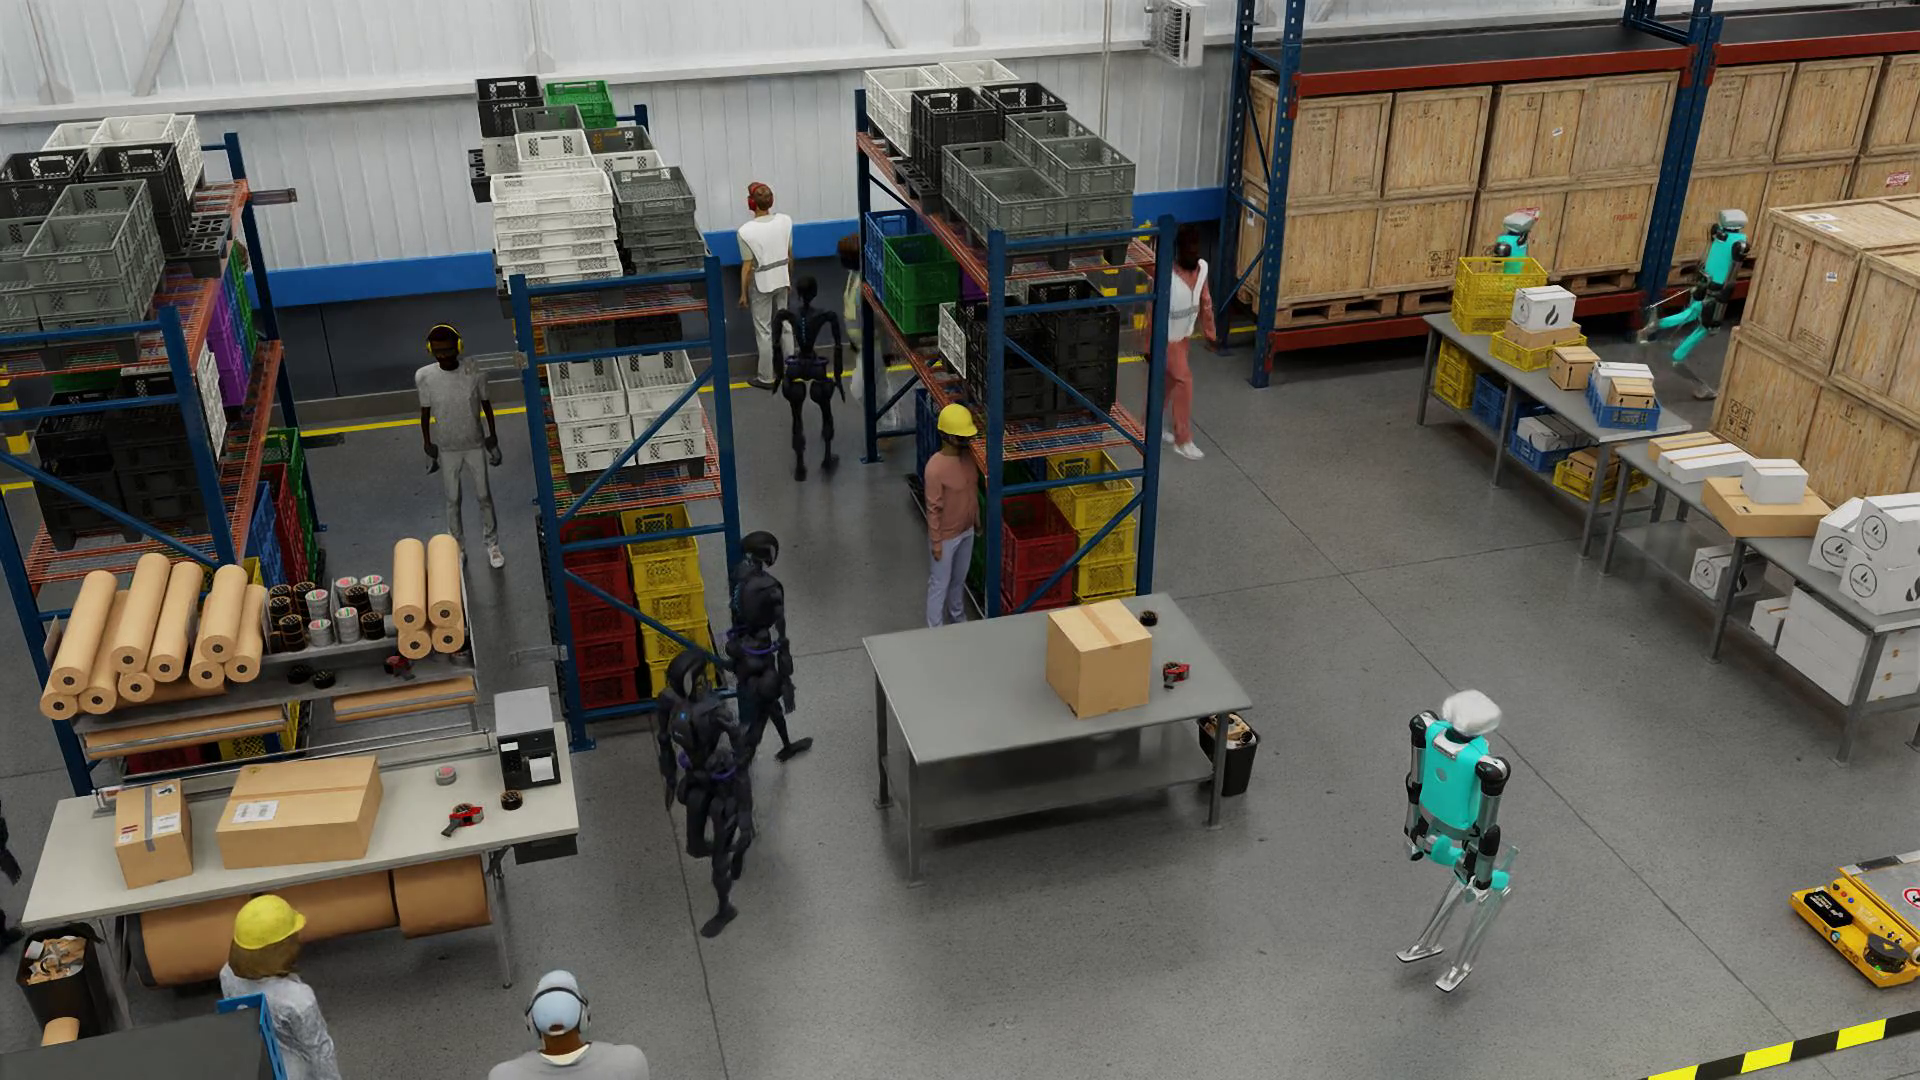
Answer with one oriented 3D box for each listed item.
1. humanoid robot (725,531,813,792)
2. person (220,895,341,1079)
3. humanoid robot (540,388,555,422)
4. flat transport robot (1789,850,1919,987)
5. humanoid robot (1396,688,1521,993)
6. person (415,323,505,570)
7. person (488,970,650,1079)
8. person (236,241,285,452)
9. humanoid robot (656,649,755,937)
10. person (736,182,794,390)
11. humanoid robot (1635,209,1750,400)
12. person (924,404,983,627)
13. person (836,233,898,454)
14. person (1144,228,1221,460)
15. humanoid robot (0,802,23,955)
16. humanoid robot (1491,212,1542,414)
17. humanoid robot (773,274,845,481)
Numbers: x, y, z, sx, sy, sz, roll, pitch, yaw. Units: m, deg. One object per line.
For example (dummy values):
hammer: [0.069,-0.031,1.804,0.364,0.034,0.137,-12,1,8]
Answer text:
humanoid robot: [-1.160,0.689,9.495,0.769,1.629,0.616,-20,35,-32]
person: [-2.676,2.149,6.722,0.489,1.738,0.319,14,32,24]
humanoid robot: [-3.228,-1.556,13.392,0.702,1.731,0.545,4,29,8]
flat transport robot: [5.163,1.916,8.676,1.431,0.231,0.659,-8,30,-14]
humanoid robot: [2.470,1.398,7.959,0.735,1.672,0.533,-17,33,-28]
person: [-3.495,-0.644,11.672,0.529,1.868,0.309,-8,30,-14]
person: [-1.408,2.348,6.245,0.587,1.853,0.376,-6,29,-11]
person: [-5.847,-1.600,13.485,0.351,1.813,0.708,-20,35,-32]
humanoid robot: [-1.217,1.230,8.474,0.593,1.643,0.544,17,33,28]
person: [-1.679,-2.205,14.535,0.562,1.847,0.390,-24,37,-37]
humanoid robot: [6.185,-1.961,14.268,1.032,1.779,0.544,-1,29,-2]
person: [-0.032,-0.063,10.720,0.306,1.768,0.524,18,34,30]
person: [-0.727,-1.597,13.475,0.481,1.807,0.674,-6,29,-11]
person: [1.837,-1.588,13.381,0.824,1.885,0.588,23,36,35]
humanoid robot: [-4.884,1.496,8.010,0.602,1.622,0.662,-7,30,-13]
humanoid robot: [4.834,-1.812,14.029,0.812,1.844,0.559,18,33,29]
humanoid robot: [-1.195,-1.283,13.044,0.584,1.647,0.450,2,29,4]
